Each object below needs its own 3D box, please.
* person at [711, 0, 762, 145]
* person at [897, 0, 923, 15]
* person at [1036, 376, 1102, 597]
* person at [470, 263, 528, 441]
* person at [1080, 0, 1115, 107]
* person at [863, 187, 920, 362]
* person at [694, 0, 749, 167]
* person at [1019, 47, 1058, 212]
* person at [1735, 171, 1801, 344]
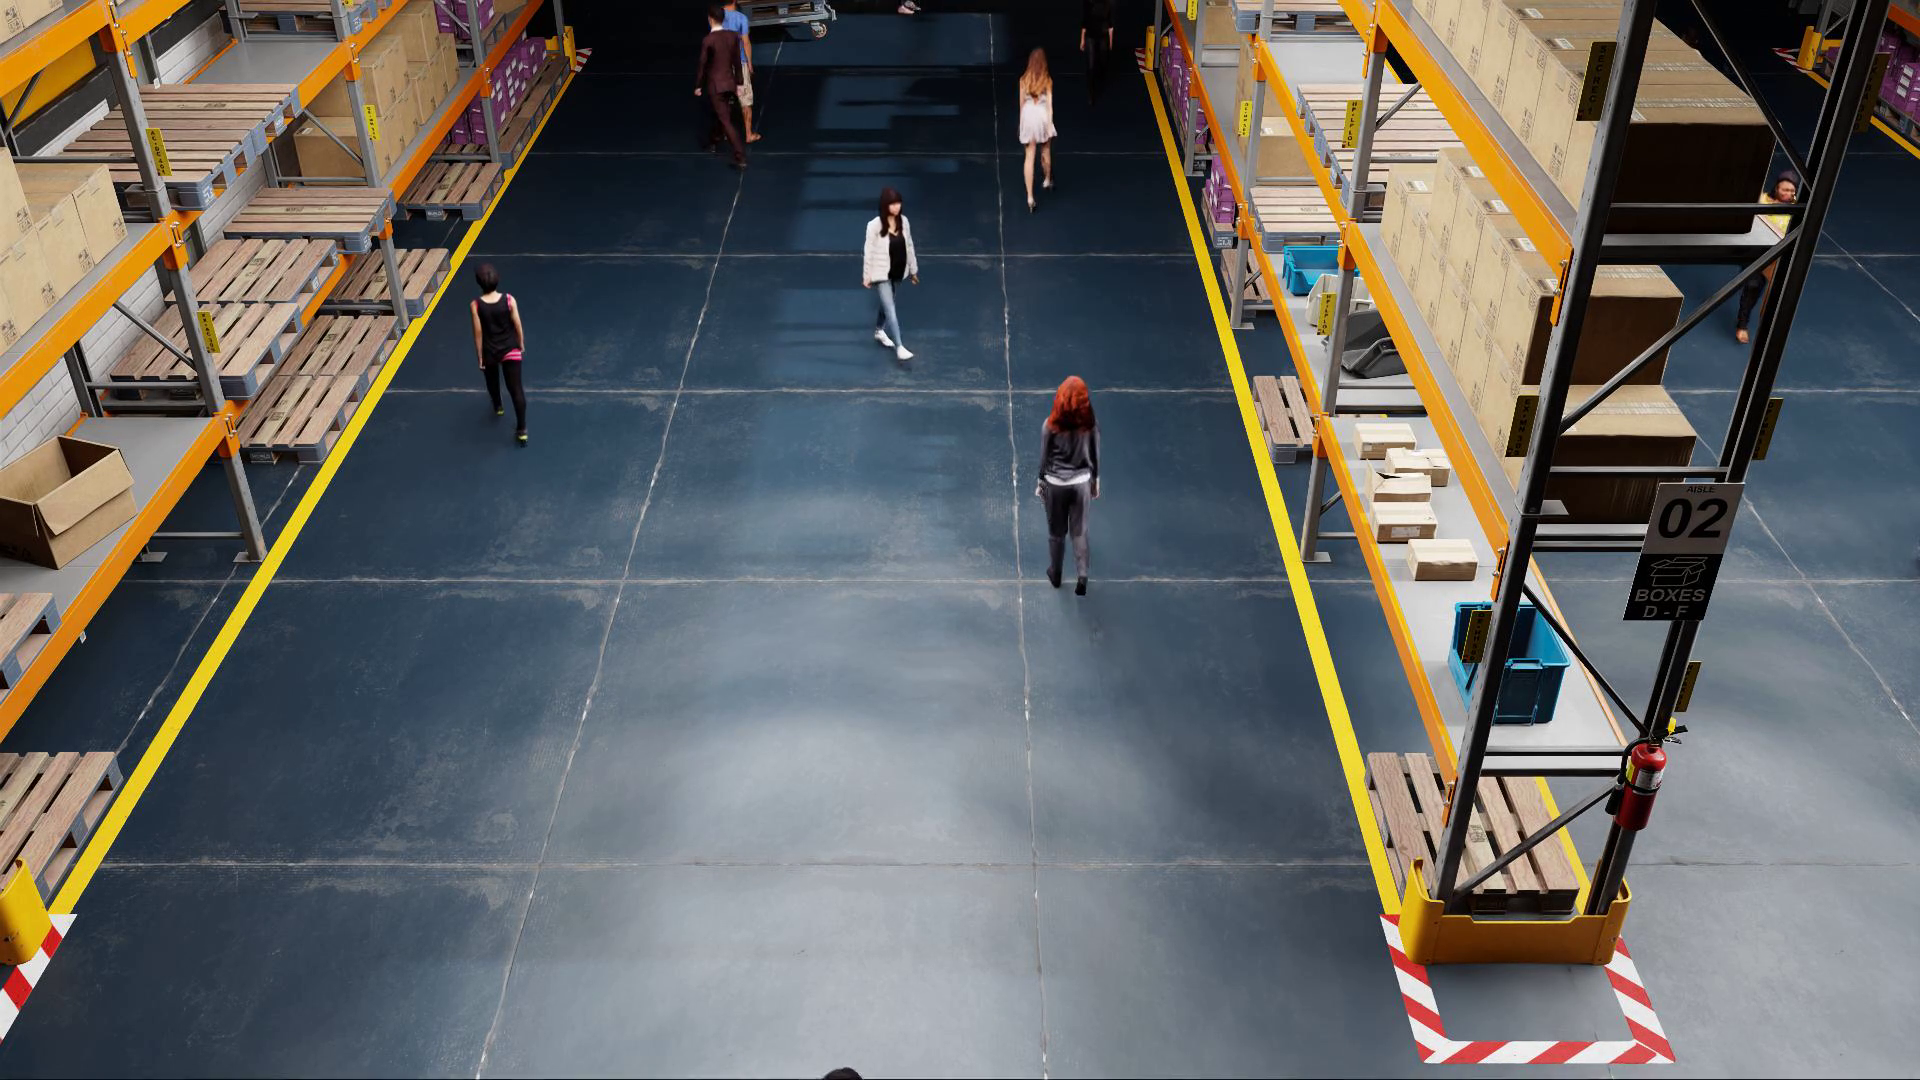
[{"bbox_3d":[-2.723,-5.711,19.956,0.701,1.862,0.634,8,34,11],"label":"person"},{"bbox_3d":[-0.867,-8.601,24.430,0.727,1.722,0.625,10,35,14],"label":"person"},{"bbox_3d":[0.796,-0.324,11.941,0.679,1.764,0.898,-5,34,-8],"label":"person"},{"bbox_3d":[-3.861,-1.555,14.022,0.796,1.510,1.105,-11,35,-16],"label":"person"},{"bbox_3d":[1.736,-6.403,21.207,0.582,1.630,0.785,1,34,2],"label":"person"},{"bbox_3d":[-0.704,-2.497,15.352,0.991,1.605,1.096,-23,40,-30],"label":"person"},{"bbox_3d":[-2.719,-5.209,19.244,1.217,1.815,1.210,25,41,33],"label":"person"},{"bbox_3d":[0.803,-4.453,18.176,0.777,1.737,1.061,10,35,15],"label":"person"},{"bbox_3d":[7.539,-2.716,15.654,0.704,1.637,0.818,1,34,2],"label":"person"}]
